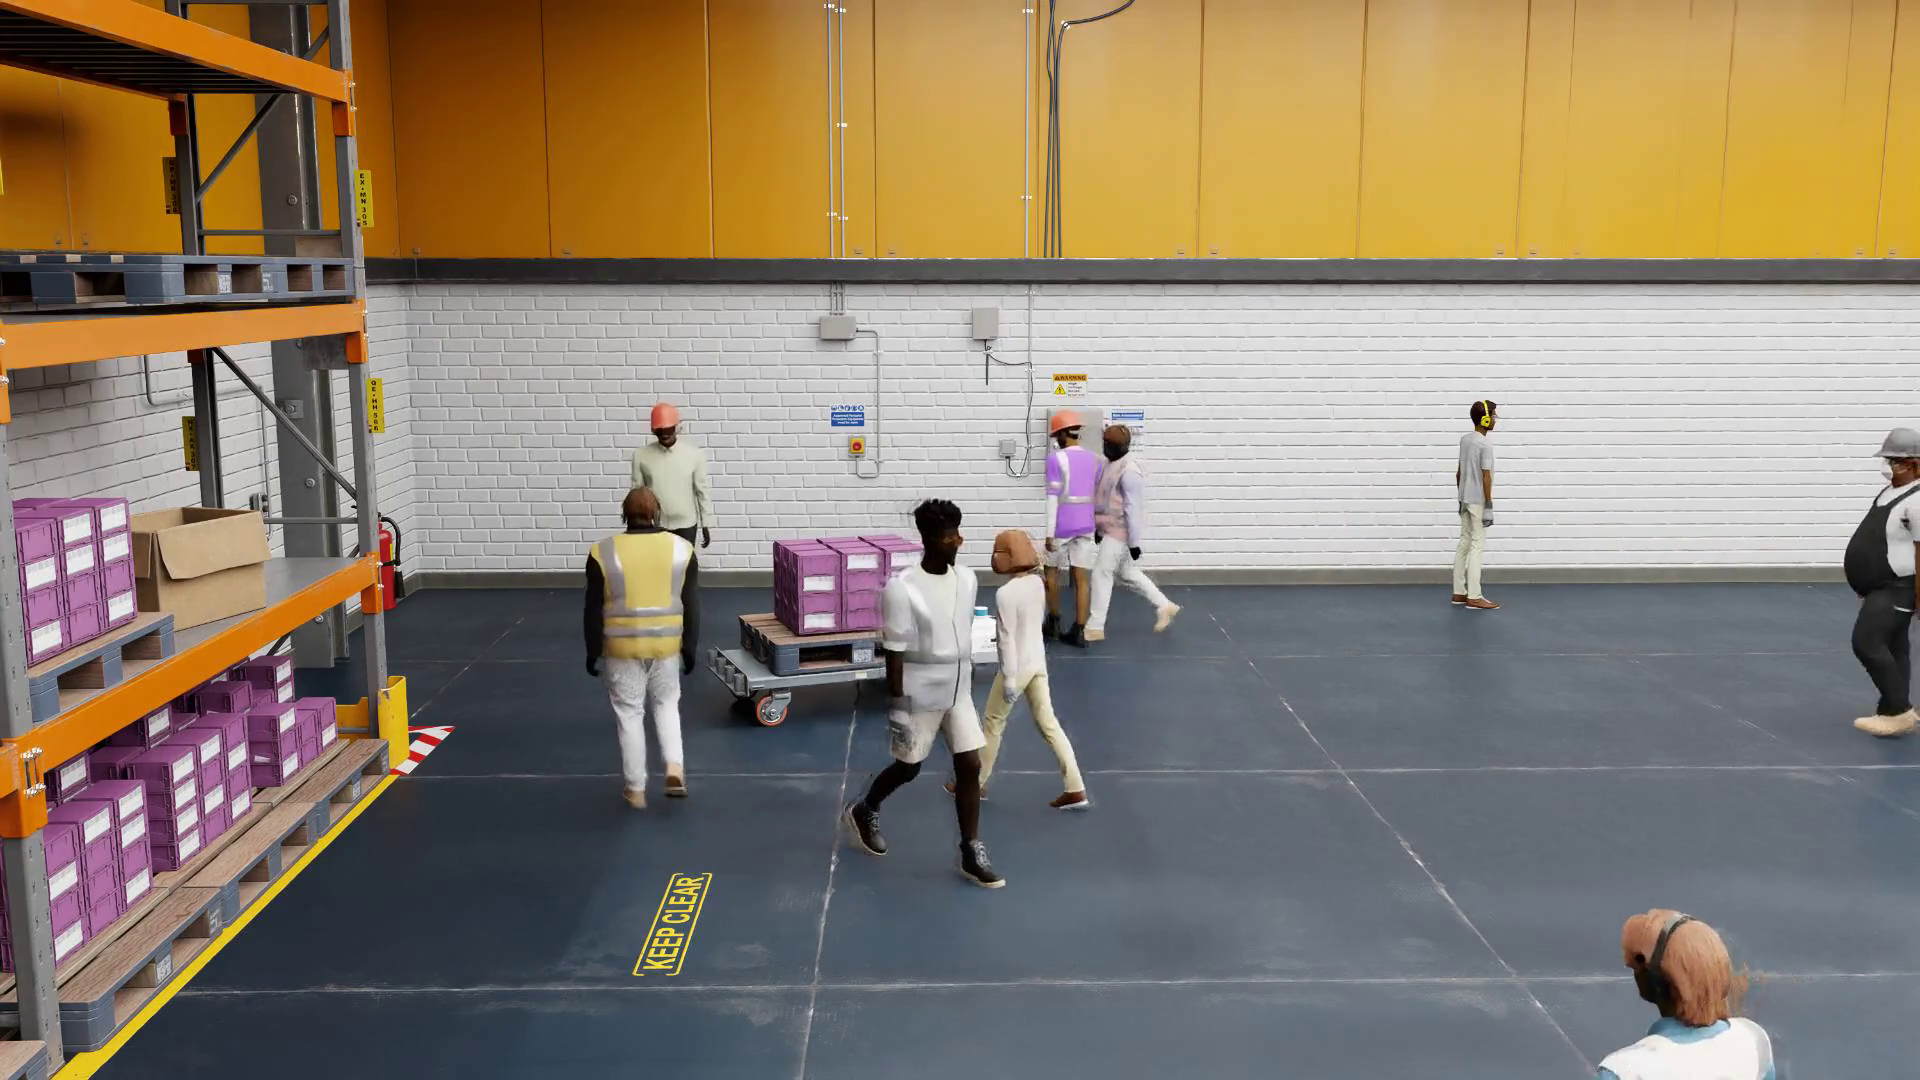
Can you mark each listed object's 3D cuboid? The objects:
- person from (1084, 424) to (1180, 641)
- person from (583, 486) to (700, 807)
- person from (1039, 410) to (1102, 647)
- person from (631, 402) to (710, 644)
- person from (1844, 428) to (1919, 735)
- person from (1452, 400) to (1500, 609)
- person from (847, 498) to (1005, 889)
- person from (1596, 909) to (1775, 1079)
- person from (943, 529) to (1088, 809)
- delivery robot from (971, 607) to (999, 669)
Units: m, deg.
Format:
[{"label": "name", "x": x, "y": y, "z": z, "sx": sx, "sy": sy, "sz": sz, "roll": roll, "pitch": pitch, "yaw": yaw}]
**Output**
[{"label": "person", "x": 1.360, "y": -0.065, "z": 13.577, "sx": 0.888, "sy": 1.802, "sz": 0.620, "roll": -1, "pitch": 9, "yaw": -3}, {"label": "person", "x": -1.786, "y": 0.609, "z": 9.353, "sx": 0.630, "sy": 1.824, "sz": 0.462, "roll": -4, "pitch": 10, "yaw": -23}, {"label": "person", "x": 0.872, "y": -0.098, "z": 13.481, "sx": 0.574, "sy": 1.887, "sz": 0.672, "roll": -5, "pitch": 11, "yaw": -30}, {"label": "person", "x": -2.337, "y": -0.132, "z": 13.420, "sx": 0.643, "sy": 1.972, "sz": 0.454, "roll": -1, "pitch": 9, "yaw": -8}, {"label": "person", "x": 6.034, "y": 0.264, "z": 10.803, "sx": 0.536, "sy": 2.000, "sz": 0.690, "roll": 3, "pitch": 10, "yaw": 19}, {"label": "person", "x": 4.639, "y": -0.318, "z": 14.928, "sx": 0.334, "sy": 1.862, "sz": 0.519, "roll": -2, "pitch": 9, "yaw": -12}, {"label": "person", "x": -0.190, "y": 0.728, "z": 8.322, "sx": 0.616, "sy": 1.936, "sz": 0.922, "roll": -9, "pitch": 13, "yaw": -43}, {"label": "person", "x": 1.630, "y": 1.632, "z": 3.798, "sx": 0.524, "sy": 1.590, "sz": 0.875, "roll": -6, "pitch": 11, "yaw": -31}, {"label": "person", "x": 0.347, "y": 0.726, "z": 9.357, "sx": 0.874, "sy": 1.588, "sz": 0.524, "roll": 6, "pitch": 11, "yaw": 31}, {"label": "delivery robot", "x": 0.154, "y": 0.732, "z": 12.193, "sx": 0.707, "sy": 0.478, "sz": 0.477, "roll": -2, "pitch": 9, "yaw": -14}]
